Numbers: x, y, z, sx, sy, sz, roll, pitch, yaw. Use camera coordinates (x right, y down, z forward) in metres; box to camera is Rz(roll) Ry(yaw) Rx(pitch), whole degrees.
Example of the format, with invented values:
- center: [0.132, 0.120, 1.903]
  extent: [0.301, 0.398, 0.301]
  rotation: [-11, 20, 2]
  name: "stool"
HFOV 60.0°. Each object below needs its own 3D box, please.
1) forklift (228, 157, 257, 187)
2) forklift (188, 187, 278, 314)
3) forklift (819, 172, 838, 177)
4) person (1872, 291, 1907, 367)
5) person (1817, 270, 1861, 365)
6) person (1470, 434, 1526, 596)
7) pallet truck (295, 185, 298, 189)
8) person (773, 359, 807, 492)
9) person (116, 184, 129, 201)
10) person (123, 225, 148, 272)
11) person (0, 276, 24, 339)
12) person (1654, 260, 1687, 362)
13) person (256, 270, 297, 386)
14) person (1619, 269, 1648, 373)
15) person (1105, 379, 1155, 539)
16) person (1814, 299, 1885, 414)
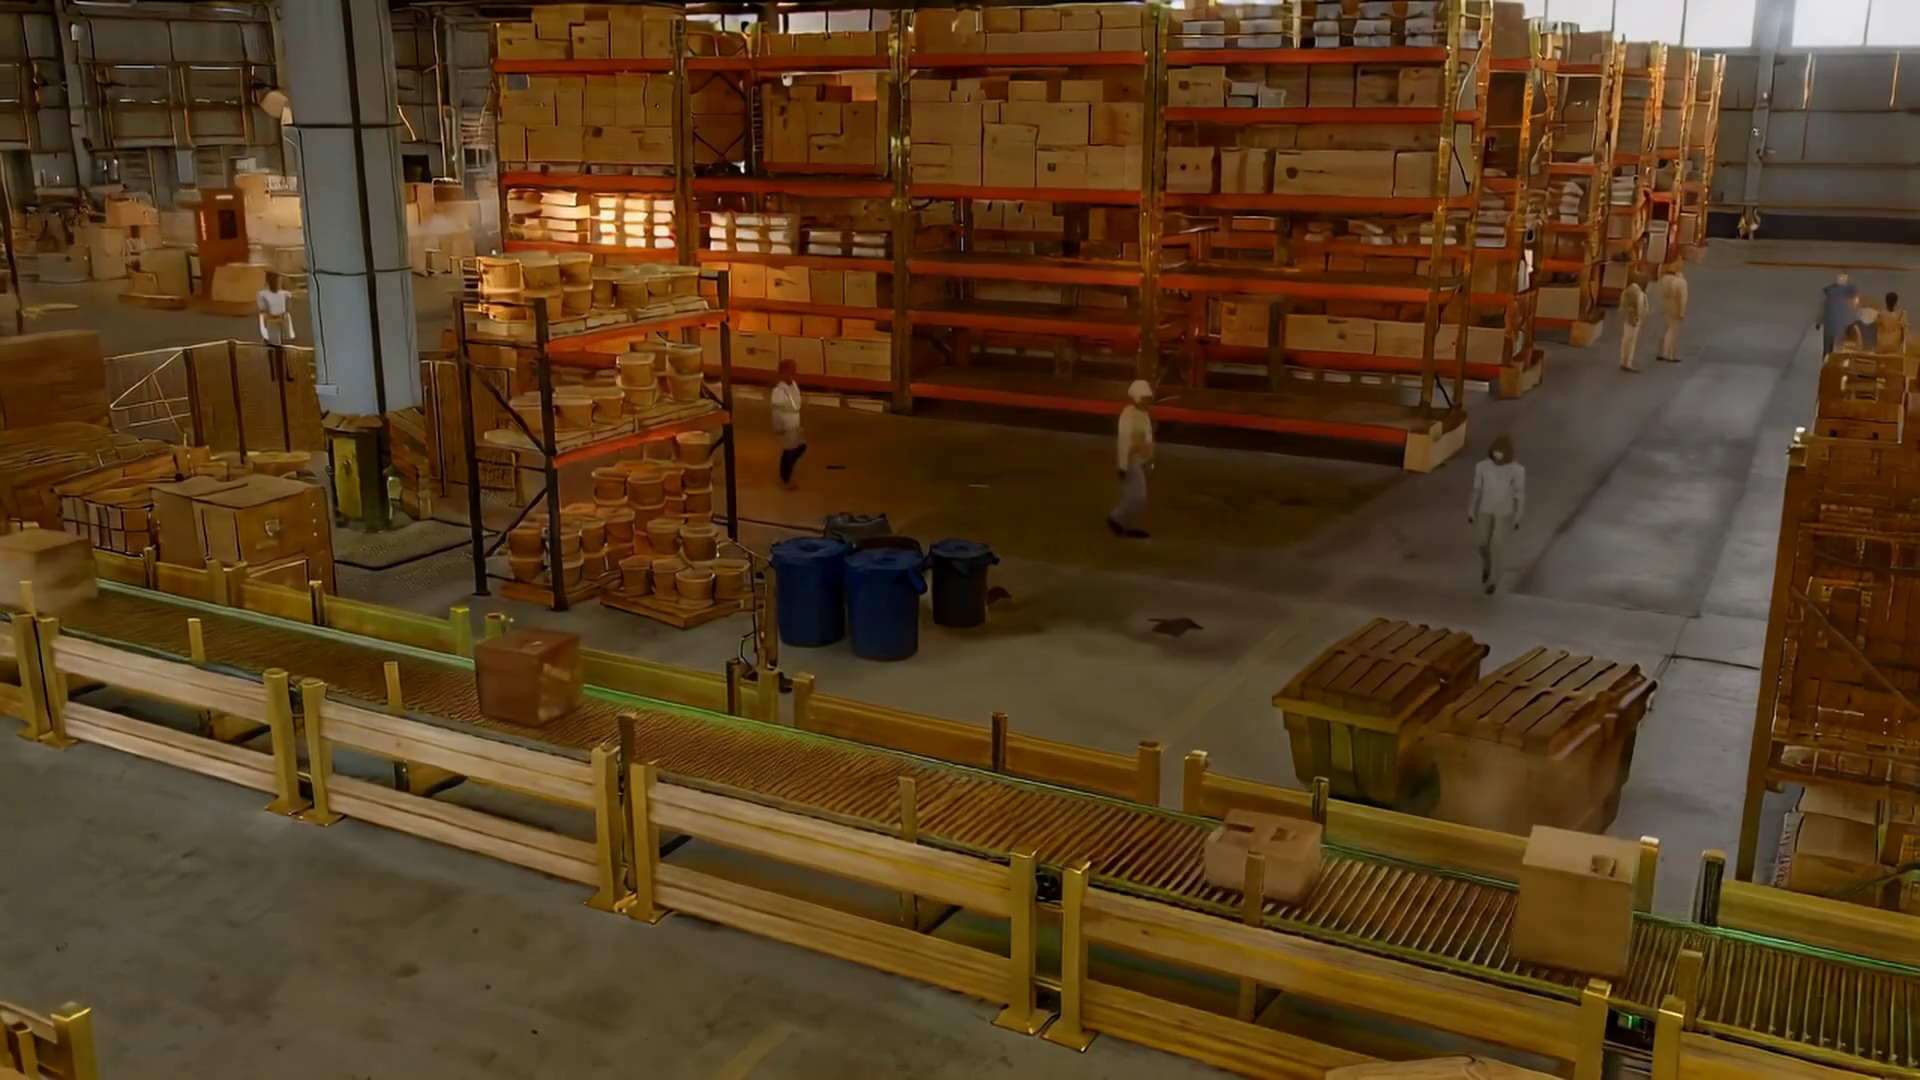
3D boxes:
- center: [-24.704, -11.836, 57.594]
  extent: [1.873, 2.768, 1.129]
  rotation: [8, 17, 28]
  name: "forklift"
- center: [-16.796, -6.688, 38.243]
  extent: [1.873, 2.768, 1.129]
  rotation: [8, 17, 28]
  name: "forklift"
- center: [-4.902, -13.109, 62.379]
  extent: [1.873, 2.768, 1.129]
  rotation: [-11, 18, -35]
  name: "forklift"
- center: [15.647, -3.373, 28.079]
  extent: [0.539, 1.677, 0.700]
  rotation: [11, 19, 37]
  name: "person"
- center: [15.600, -3.848, 29.536]
  extent: [0.652, 1.863, 0.981]
  rotation: [9, 17, 30]
  name: "person"
- center: [5.321, -0.261, 16.479]
  extent: [0.521, 1.617, 0.403]
  rotation: [10, 18, 33]
  name: "person"
- center: [-26.804, -14.617, 69.738]
  extent: [1.885, 1.965, 0.823]
  rotation: [-14, 20, -42]
  name: "pallet truck"
- center: [-2.129, -1.424, 20.729]
  extent: [0.364, 1.684, 0.555]
  rotation: [5, 16, 18]
  name: "person"
- center: [-28.856, -11.340, 57.528]
  extent: [0.347, 1.943, 0.544]
  rotation: [2, 15, 6]
  name: "person"
- center: [-19.734, -6.640, 40.013]
  extent: [0.619, 1.866, 0.598]
  rotation: [7, 16, 24]
  name: "person"
- center: [-16.575, -3.725, 29.138]
  extent: [0.519, 1.831, 0.929]
  rotation: [3, 15, 11]
  name: "person"
- center: [13.315, -4.274, 31.052]
  extent: [0.400, 1.902, 0.641]
  rotation: [-5, 16, -20]
  name: "person"
- center: [-11.745, -3.654, 28.585]
  extent: [0.367, 1.966, 0.603]
  rotation: [13, 20, 40]
  name: "person"
- center: [12.130, -3.945, 29.923]
  extent: [0.429, 1.839, 0.634]
  rotation: [4, 16, 16]
  name: "person"
- center: [1.941, -0.890, 18.474]
  extent: [0.430, 1.820, 0.593]
  rotation: [6, 16, 23]
  name: "person"
- center: [13.182, -2.591, 24.572]
  extent: [0.619, 1.989, 1.040]
  rotation: [-5, 16, -17]
  name: "person"
